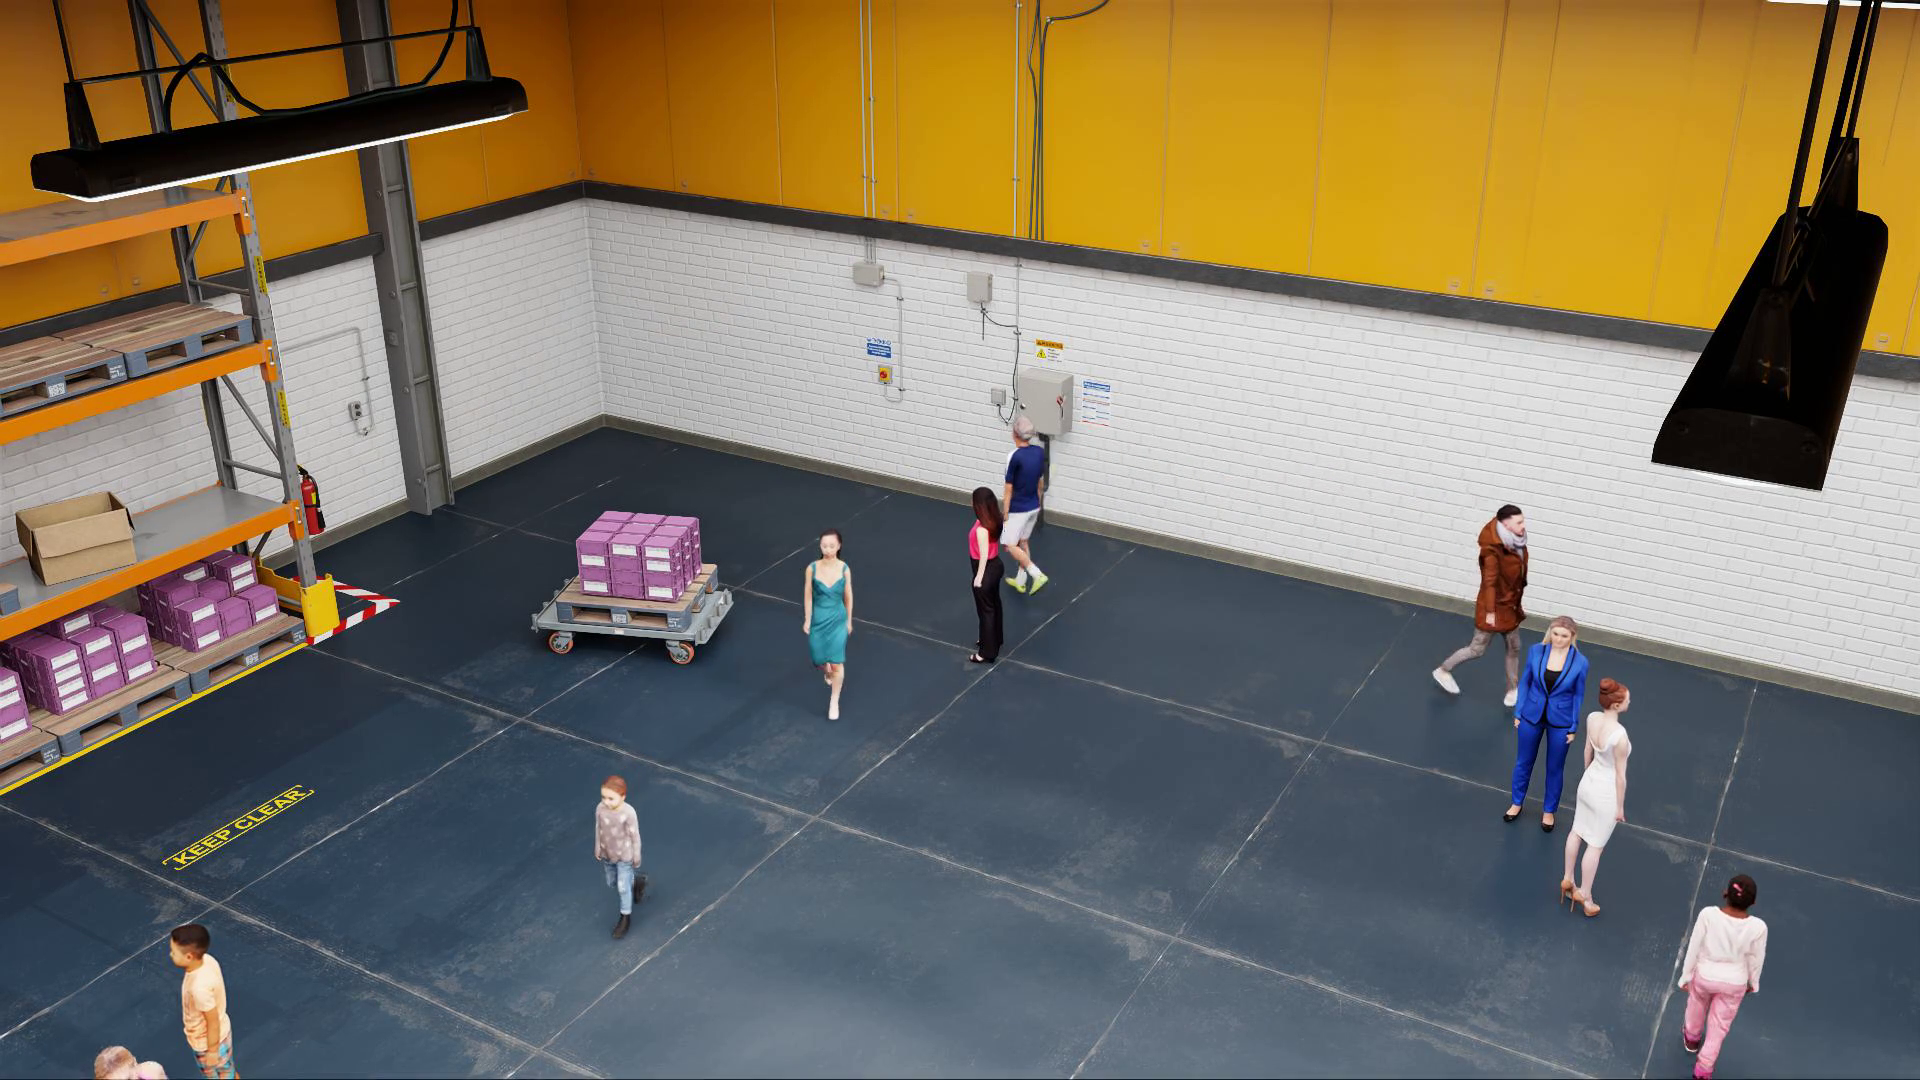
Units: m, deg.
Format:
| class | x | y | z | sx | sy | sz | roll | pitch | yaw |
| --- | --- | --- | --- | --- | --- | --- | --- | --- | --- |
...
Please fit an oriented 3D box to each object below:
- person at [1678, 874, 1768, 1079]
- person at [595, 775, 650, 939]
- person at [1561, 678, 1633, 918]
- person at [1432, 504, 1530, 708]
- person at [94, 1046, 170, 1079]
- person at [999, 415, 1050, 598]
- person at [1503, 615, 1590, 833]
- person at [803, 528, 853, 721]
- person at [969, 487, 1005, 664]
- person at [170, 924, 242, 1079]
| class | x | y | z | sx | sy | sz | roll | pitch | yaw |
| --- | --- | --- | --- | --- | --- | --- | --- | --- | --- |
| person | 4.446 | 2.601 | 9.746 | 0.575 | 1.428 | 0.809 | 13 | 27 | 27 |
| person | -2.277 | 2.083 | 11.236 | 0.534 | 1.185 | 0.721 | 10 | 25 | 21 |
| person | 4.318 | 1.733 | 11.277 | 0.684 | 1.793 | 0.619 | -6 | 24 | -13 |
| person | 4.426 | 0.553 | 13.966 | 0.887 | 1.801 | 1.126 | 18 | 29 | 35 |
| person | -4.040 | 3.105 | 8.226 | 0.728 | 1.723 | 0.951 | 10 | 25 | 21 |
| person | 0.641 | -0.287 | 15.857 | 0.828 | 1.826 | 0.899 | 21 | 31 | 40 |
| person | 4.348 | 1.332 | 12.309 | 0.608 | 1.701 | 0.540 | 12 | 27 | 26 |
| person | -1.086 | 0.671 | 13.853 | 0.753 | 1.675 | 0.845 | 0 | 24 | -1 |
| person | 0.234 | 0.293 | 14.739 | 0.690 | 1.658 | 0.519 | 8 | 25 | 17 |
| person | -4.192 | 2.771 | 9.316 | 0.630 | 1.461 | 0.603 | -11 | 26 | -24 |
